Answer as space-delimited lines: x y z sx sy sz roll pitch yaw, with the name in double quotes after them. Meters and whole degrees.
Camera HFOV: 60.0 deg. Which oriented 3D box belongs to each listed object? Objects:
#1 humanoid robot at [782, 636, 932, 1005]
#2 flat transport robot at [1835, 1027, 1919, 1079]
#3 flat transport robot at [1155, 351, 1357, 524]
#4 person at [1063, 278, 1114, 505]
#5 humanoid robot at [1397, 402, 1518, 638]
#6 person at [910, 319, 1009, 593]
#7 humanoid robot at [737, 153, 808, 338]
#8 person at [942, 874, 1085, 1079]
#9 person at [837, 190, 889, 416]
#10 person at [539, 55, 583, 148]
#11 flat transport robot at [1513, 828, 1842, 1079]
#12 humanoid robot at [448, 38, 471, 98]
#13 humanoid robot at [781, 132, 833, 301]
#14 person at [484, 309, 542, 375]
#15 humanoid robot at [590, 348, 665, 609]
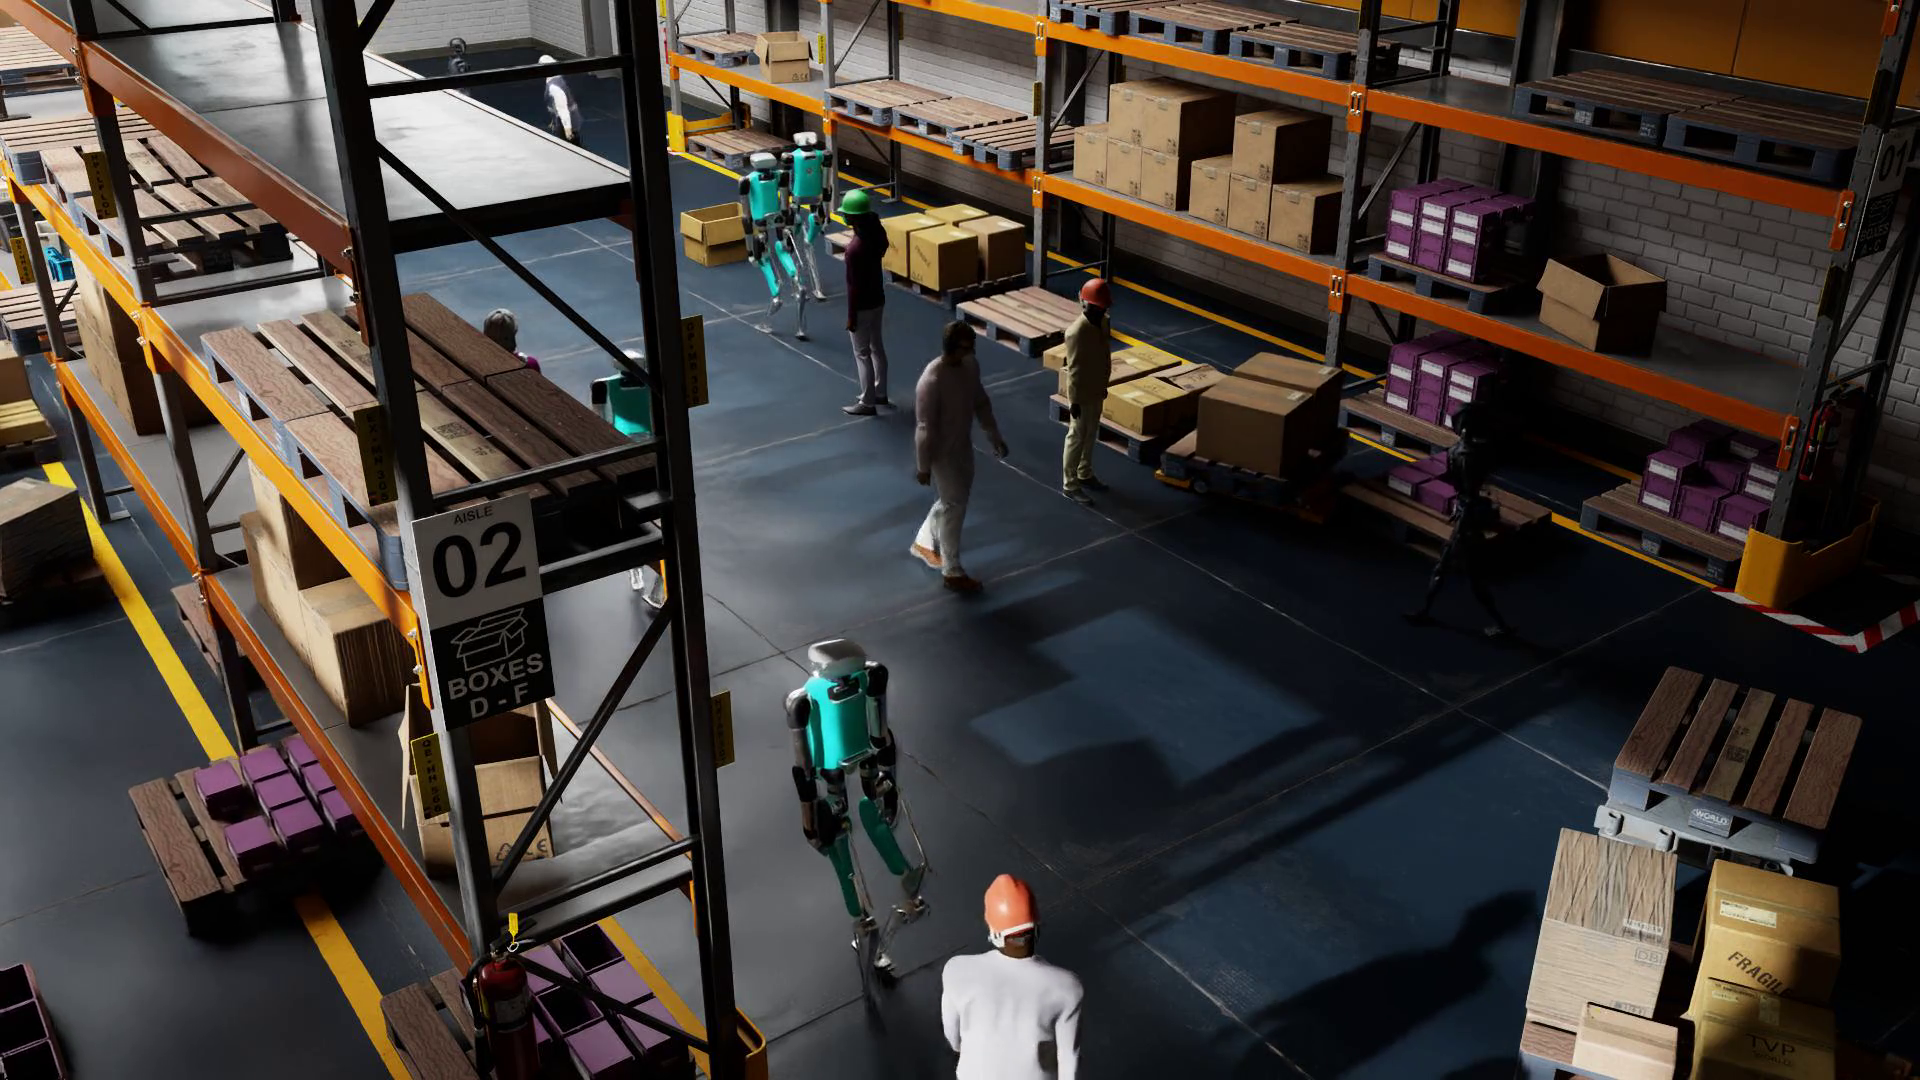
-0.412 1.392 7.715 0.541 1.899 0.724 -19 32 -33 "humanoid robot"
3.592 2.339 7.334 1.431 0.231 0.659 23 34 37 "flat transport robot"
2.308 -0.485 12.952 1.431 0.231 0.659 17 31 30 "flat transport robot"
0.992 -1.143 12.609 0.338 1.747 0.572 14 30 26 "person"
3.298 -0.124 10.734 0.778 1.624 0.588 6 27 11 "humanoid robot"
-0.084 -0.613 11.387 0.661 1.909 0.640 14 30 25 "person"
-1.703 -2.732 15.811 0.547 1.775 0.875 -17 31 -30 "humanoid robot"
0.197 2.030 6.365 0.538 1.693 0.890 1 27 1 "person"
-0.819 -2.004 14.121 0.435 1.943 0.480 13 29 23 "person"
-4.955 -5.095 20.520 0.869 1.693 0.809 -3 27 -5 "person"
3.083 2.360 7.294 0.659 0.231 1.431 11 29 21 "flat transport robot"
-6.512 -5.788 21.951 0.592 1.642 0.600 -13 30 -25 "humanoid robot"
-1.598 -3.311 16.861 0.542 1.727 0.695 -10 28 -19 "humanoid robot"
-3.120 -0.741 11.704 0.508 1.847 0.339 -3 27 -6 "person"
-2.087 -0.325 10.999 0.557 1.741 0.924 -9 28 -17 "humanoid robot"
